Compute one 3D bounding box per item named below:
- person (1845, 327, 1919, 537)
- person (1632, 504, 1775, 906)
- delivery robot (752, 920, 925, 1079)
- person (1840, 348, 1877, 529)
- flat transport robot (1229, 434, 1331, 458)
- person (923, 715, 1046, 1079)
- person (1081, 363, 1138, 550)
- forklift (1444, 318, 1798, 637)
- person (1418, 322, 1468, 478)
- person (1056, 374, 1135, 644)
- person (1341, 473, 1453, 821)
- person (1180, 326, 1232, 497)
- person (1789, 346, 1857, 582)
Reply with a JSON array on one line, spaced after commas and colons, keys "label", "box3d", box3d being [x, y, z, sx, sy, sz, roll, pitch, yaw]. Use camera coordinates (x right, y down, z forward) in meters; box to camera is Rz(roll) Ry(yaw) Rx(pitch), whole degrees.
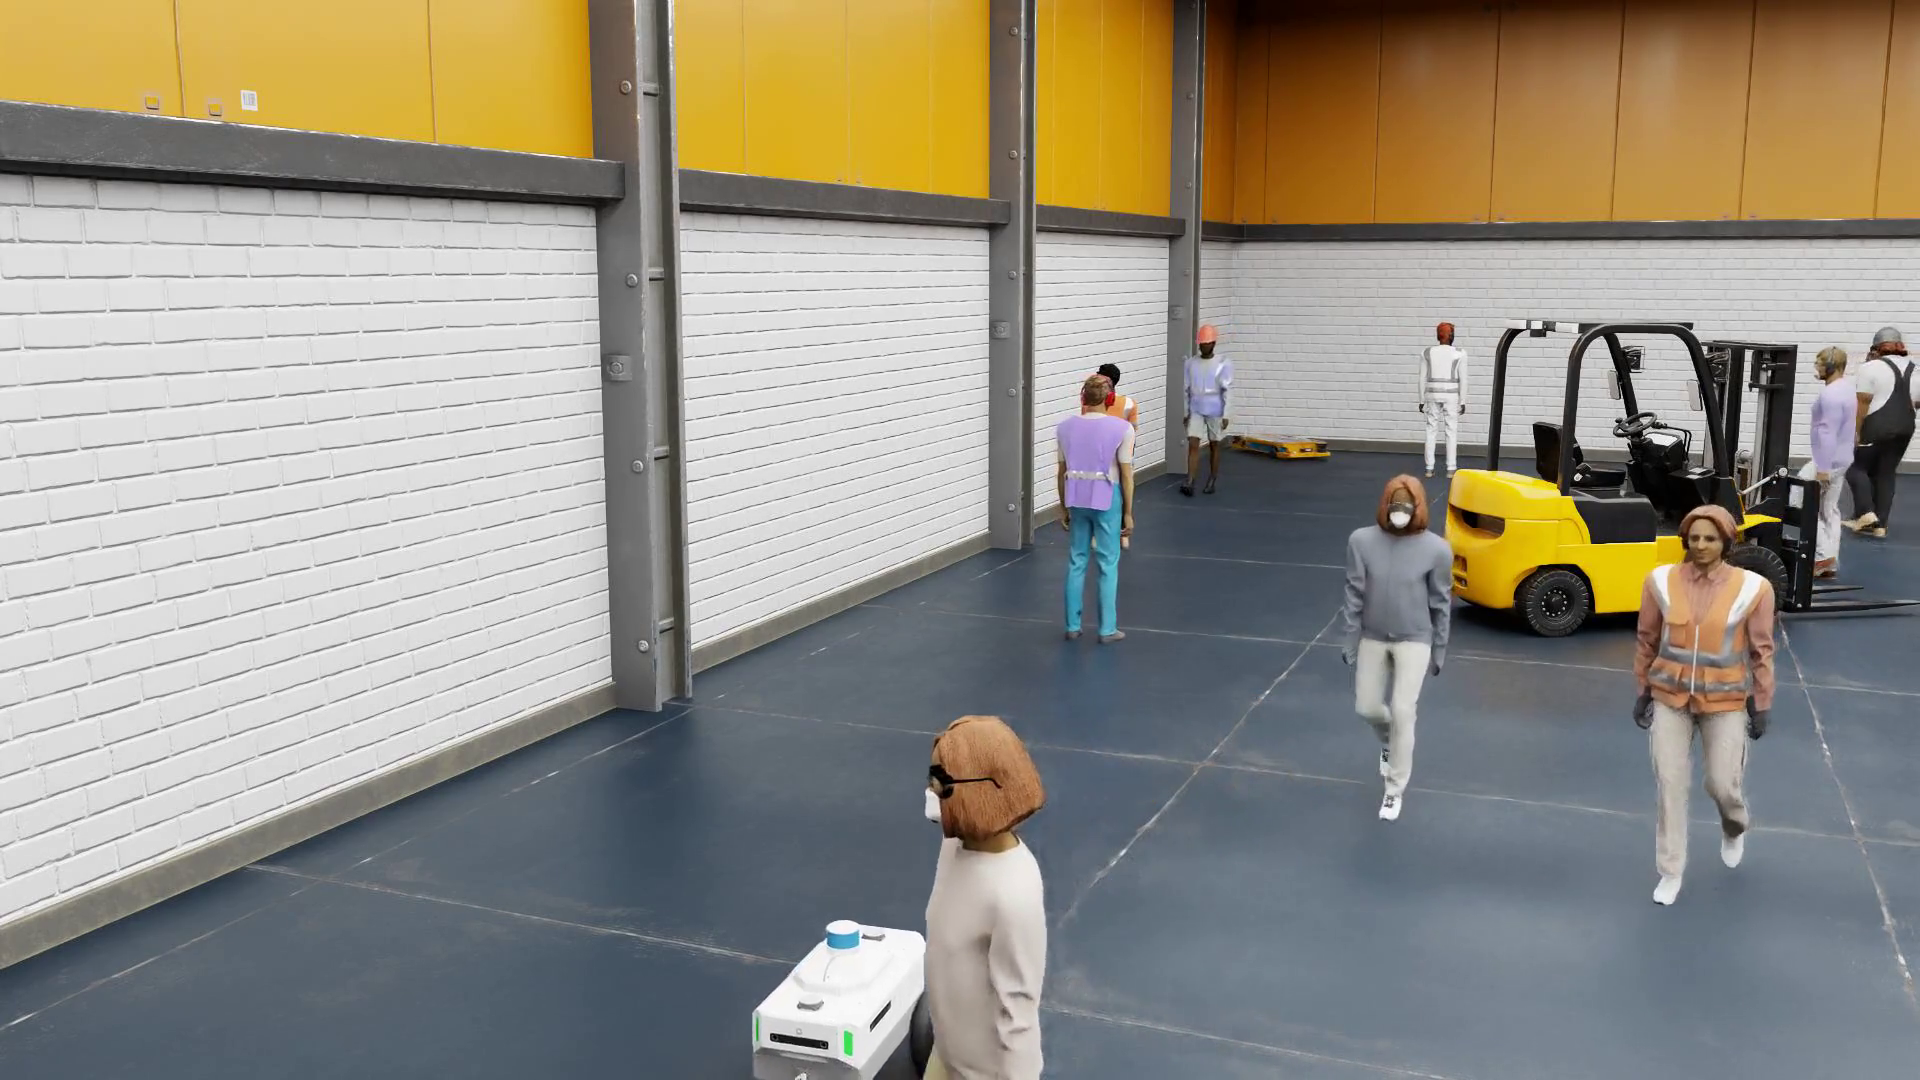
[{"label": "person", "box3d": [8.739, -1.047, 15.784, 0.740, 2.000, 0.562, -1, 9, -8]}, {"label": "person", "box3d": [3.025, 0.649, 6.764, 0.522, 1.629, 0.531, 7, 12, 36]}, {"label": "delivery robot", "box3d": [-0.356, 1.412, 5.095, 0.477, 0.478, 0.707, 3, 10, 18]}, {"label": "person", "box3d": [8.874, -0.992, 16.150, 0.530, 1.809, 0.606, -2, 10, -14]}, {"label": "flat transport robot", "box3d": [4.329, -1.283, 22.568, 0.652, 0.197, 1.431, -4, 10, -24]}, {"label": "person", "box3d": [0.114, 1.167, 3.681, 0.704, 1.612, 0.504, -3, 10, -16]}, {"label": "person", "box3d": [1.340, -0.749, 15.039, 0.534, 1.694, 0.317, 0, 9, -3]}, {"label": "forklift", "box3d": [4.706, -0.497, 11.990, 2.313, 2.155, 1.214, -2, 10, -10]}, {"label": "person", "box3d": [5.855, -1.694, 20.189, 0.574, 1.881, 0.357, 5, 11, 27]}, {"label": "person", "box3d": [0.910, -0.201, 11.302, 0.564, 1.834, 0.396, 5, 11, 30]}, {"label": "person", "box3d": [2.070, 0.471, 7.860, 0.496, 1.610, 0.551, 5, 11, 28]}, {"label": "person", "box3d": [2.706, -1.410, 18.423, 0.574, 1.891, 0.949, 4, 10, 22]}, {"label": "person", "box3d": [6.977, -0.605, 13.467, 0.453, 1.922, 0.651, 7, 12, 35]}]
